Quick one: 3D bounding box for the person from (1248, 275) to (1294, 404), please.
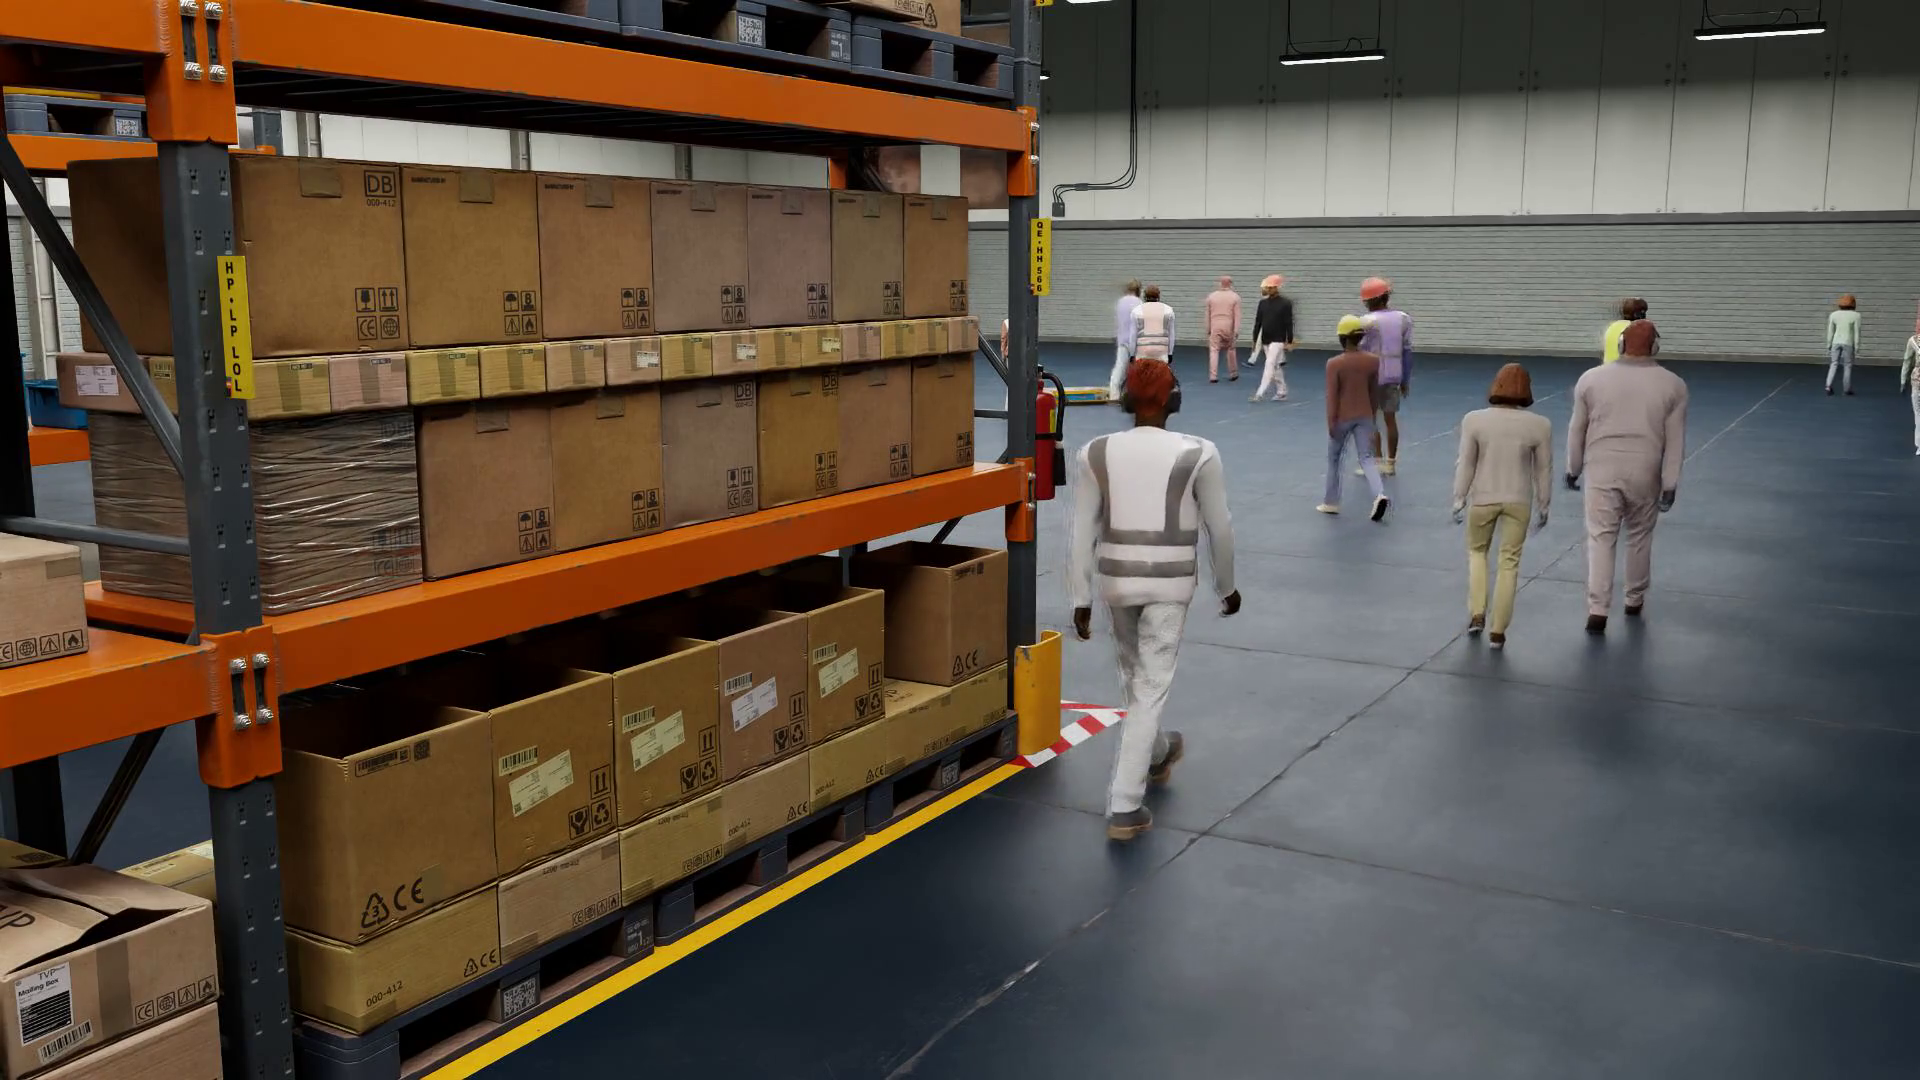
[{"bbox_3d":[4.745,-3.050,25.309,1.016,1.938,0.634,-8,13,-40],"label":"person"}]

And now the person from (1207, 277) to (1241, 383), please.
[{"bbox_3d":[4.683,-3.725,29.498,0.652,1.852,0.979,4,11,23],"label":"person"}]

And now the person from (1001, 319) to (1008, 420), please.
[{"bbox_3d":[0.805,-2.449,22.653,0.512,1.640,0.311,3,10,15],"label":"person"}]

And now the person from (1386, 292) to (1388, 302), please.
[{"bbox_3d":[6.513,-3.034,25.863,0.387,1.719,0.614,5,11,28],"label":"person"}]

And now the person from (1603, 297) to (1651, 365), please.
[{"bbox_3d":[6.728,-1.506,16.595,0.701,1.815,0.629,-3,10,-16],"label":"person"}]

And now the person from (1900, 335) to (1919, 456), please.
[{"bbox_3d":[10.673,-1.700,18.343,0.544,1.597,0.839,7,12,35],"label":"person"}]

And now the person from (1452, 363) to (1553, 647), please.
[{"bbox_3d":[3.129,-0.211,9.593,0.538,1.614,0.534,4,10,20],"label":"person"}]

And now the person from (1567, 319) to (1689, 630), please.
[{"bbox_3d":[4.007,-0.400,10.044,0.654,1.858,1.008,4,10,20],"label":"person"}]

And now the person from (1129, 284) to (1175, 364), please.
[{"bbox_3d":[2.606,-2.546,22.630,0.619,1.845,0.430,0,10,-2],"label":"person"}]

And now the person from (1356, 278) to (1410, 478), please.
[{"bbox_3d":[4.272,-1.620,16.789,0.691,2.007,0.463,-5,11,-25],"label":"person"}]

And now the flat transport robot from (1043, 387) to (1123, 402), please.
[{"bbox_3d":[1.735,-2.189,25.129,1.431,0.197,0.652,-3,10,-17],"label":"flat transport robot"}]

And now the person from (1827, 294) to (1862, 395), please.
[{"bbox_3d":[14.168,-3.120,26.651,0.386,1.643,0.503,-8,12,-38],"label":"person"}]

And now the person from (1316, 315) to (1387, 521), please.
[{"bbox_3d":[3.352,-1.040,14.122,0.525,1.735,0.809,-2,10,-13],"label":"person"}]

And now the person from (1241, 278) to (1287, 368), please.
[{"bbox_3d":[6.123,-4.302,33.088,0.930,1.788,0.598,-3,10,-15],"label":"person"}]

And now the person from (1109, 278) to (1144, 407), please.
[{"bbox_3d":[2.622,-2.929,24.728,1.000,1.885,0.658,-5,11,-29],"label":"person"}]

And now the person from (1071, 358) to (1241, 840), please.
[{"bbox_3d":[0.775,0.197,6.616,0.589,1.822,1.012,5,11,27],"label":"person"}]

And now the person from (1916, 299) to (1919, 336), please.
[{"bbox_3d":[15.268,-3.202,26.014,0.622,1.997,0.372,0,10,-2],"label":"person"}]
